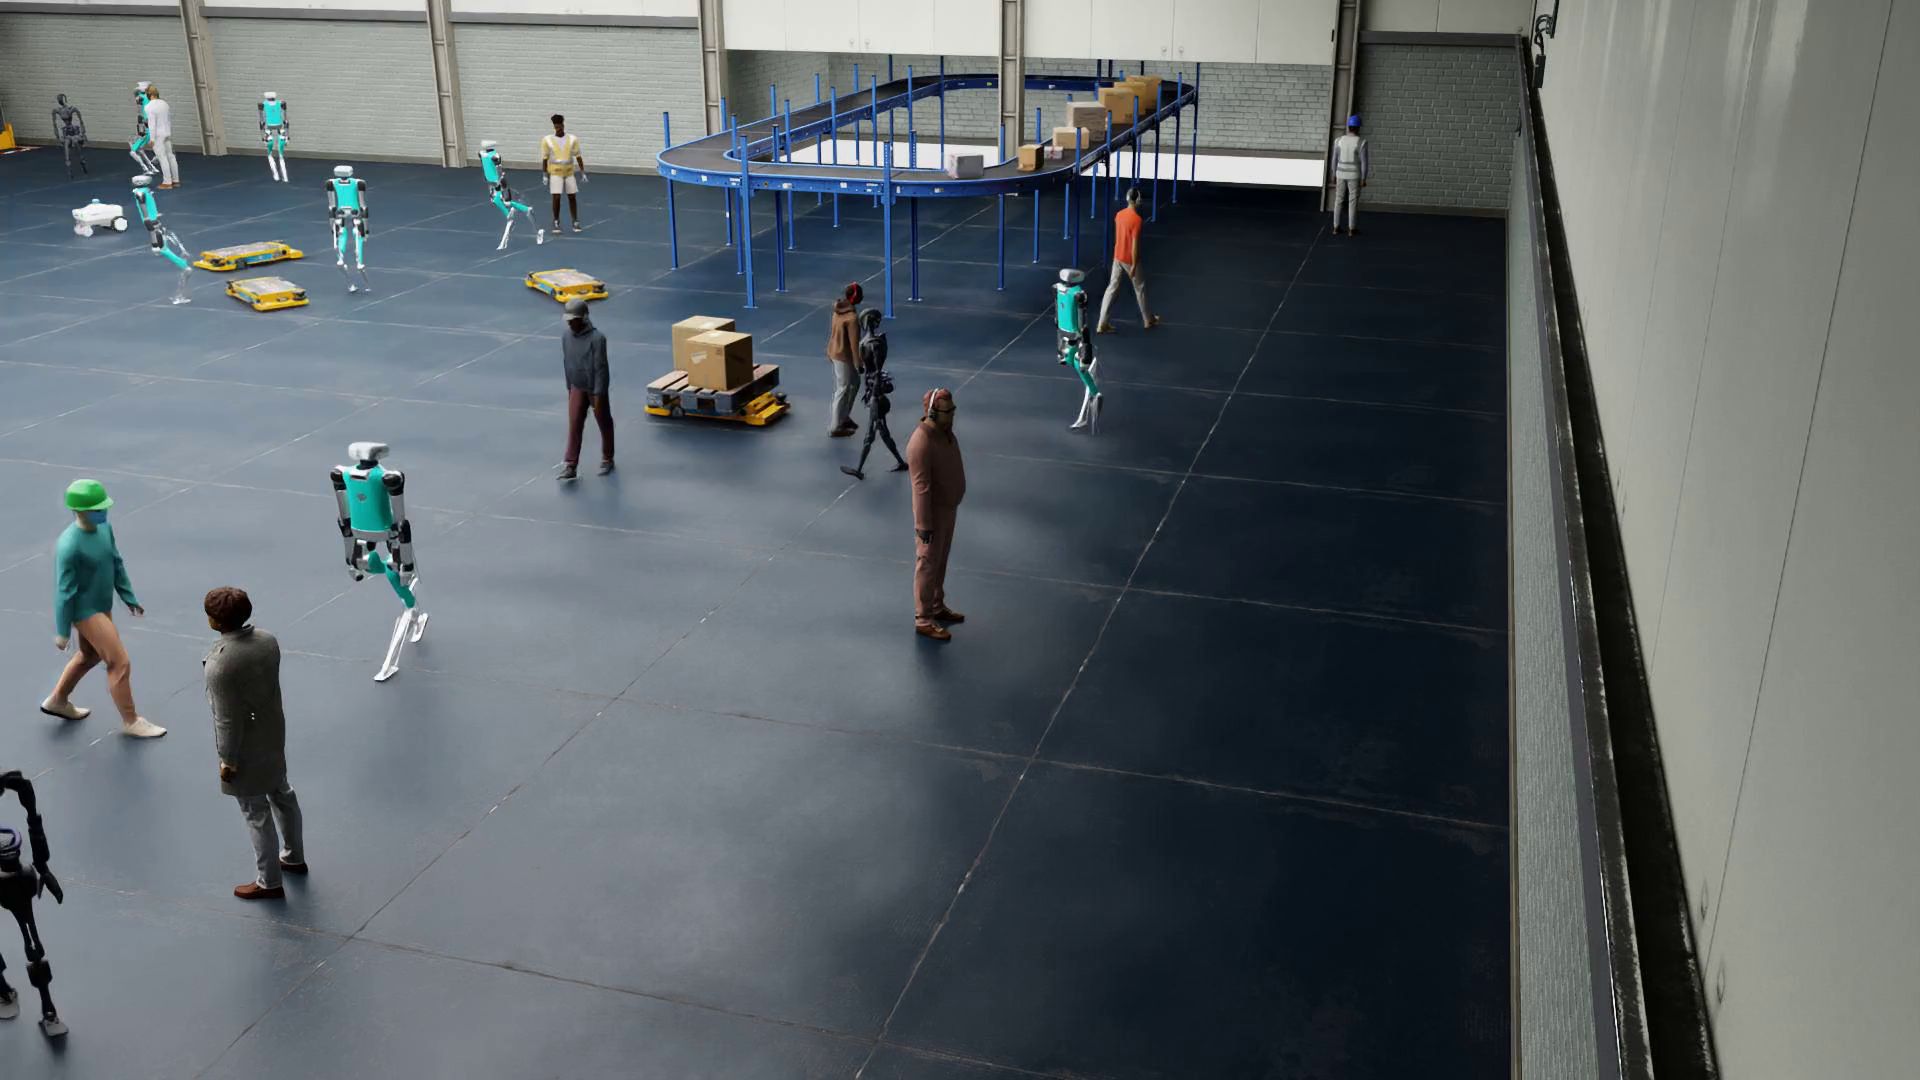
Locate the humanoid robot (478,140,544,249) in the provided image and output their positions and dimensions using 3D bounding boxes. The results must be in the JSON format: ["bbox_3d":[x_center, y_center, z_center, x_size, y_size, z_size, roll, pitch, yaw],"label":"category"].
[{"bbox_3d":[-7.083,-5.512,26.496,0.559,1.758,1.056,19,28,41],"label":"humanoid robot"}]

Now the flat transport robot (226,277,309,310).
[{"bbox_3d":[-9.614,-3.426,23.063,0.659,0.231,1.431,-17,27,-37],"label":"flat transport robot"}]

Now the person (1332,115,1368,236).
[{"bbox_3d":[6.424,-6.007,27.431,0.604,1.943,0.399,15,26,34],"label":"person"}]

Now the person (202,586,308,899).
[{"bbox_3d":[-3.898,1.105,9.137,0.366,1.836,0.503,4,22,11],"label":"person"}]

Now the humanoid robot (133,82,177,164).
[{"bbox_3d":[-16.776,-8.742,34.868,0.539,1.735,0.986,3,21,8],"label":"humanoid robot"}]

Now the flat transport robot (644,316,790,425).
[{"bbox_3d":[-2.628,-1.480,18.016,1.431,0.231,0.659,7,22,17],"label":"flat transport robot"}]

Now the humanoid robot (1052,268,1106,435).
[{"bbox_3d":[1.317,-1.885,17.191,0.726,1.897,0.540,-12,24,-29],"label":"humanoid robot"}]

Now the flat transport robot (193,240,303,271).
[{"bbox_3d":[-10.893,-4.347,25.451,0.659,0.231,1.431,15,26,34],"label":"flat transport robot"}]

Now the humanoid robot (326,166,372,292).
[{"bbox_3d":[-8.559,-4.286,23.270,0.546,1.811,0.694,-3,21,-8],"label":"humanoid robot"}]

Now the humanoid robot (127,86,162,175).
[{"bbox_3d":[-16.461,-8.236,33.414,0.703,1.732,0.542,3,21,7],"label":"humanoid robot"}]

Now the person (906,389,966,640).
[{"bbox_3d":[-0.157,-0.210,12.450,0.407,1.906,0.650,6,22,16],"label":"person"}]

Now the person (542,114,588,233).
[{"bbox_3d":[-6.579,-6.083,27.617,0.706,1.953,0.405,-10,23,-24],"label":"person"}]

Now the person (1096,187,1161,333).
[{"bbox_3d":[2.162,-3.589,21.295,1.023,1.857,0.490,-17,27,-37],"label":"person"}]

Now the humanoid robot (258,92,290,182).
[{"bbox_3d":[-13.447,-7.876,32.634,0.547,1.836,0.709,-12,24,-28],"label":"humanoid robot"}]

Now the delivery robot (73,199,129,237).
[{"bbox_3d":[-14.351,-5.385,27.736,0.499,0.586,0.773,17,27,37],"label":"delivery robot"}]

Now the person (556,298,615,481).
[{"bbox_3d":[-3.587,-1.417,15.770,0.535,1.773,0.836,7,22,18],"label":"person"}]

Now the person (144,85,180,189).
[{"bbox_3d":[-15.330,-7.724,31.892,0.353,1.937,0.633,3,21,9],"label":"person"}]

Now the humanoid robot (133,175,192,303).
[{"bbox_3d":[-10.837,-4.091,22.784,0.694,1.800,0.554,-6,22,-15],"label":"humanoid robot"}]

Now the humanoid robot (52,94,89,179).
[{"bbox_3d":[-17.684,-8.034,33.106,0.612,1.649,0.634,-5,22,-12],"label":"humanoid robot"}]

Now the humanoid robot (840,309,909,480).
[{"bbox_3d":[-0.835,-1.416,15.948,0.730,1.617,0.587,-5,22,-13],"label":"humanoid robot"}]

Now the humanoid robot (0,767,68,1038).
[{"bbox_3d":[-4.663,1.643,7.981,0.589,1.633,0.646,-14,25,-31],"label":"humanoid robot"}]

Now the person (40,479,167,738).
[{"bbox_3d":[-5.765,0.445,10.873,0.861,1.824,0.538,0,21,-1],"label":"person"}]

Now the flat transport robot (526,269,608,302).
[{"bbox_3d":[-5.577,-3.608,23.536,0.659,0.231,1.431,-14,25,-32],"label":"flat transport robot"}]

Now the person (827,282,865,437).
[{"bbox_3d":[-1.155,-1.852,17.082,0.476,1.623,0.498,-8,23,-20],"label":"person"}]

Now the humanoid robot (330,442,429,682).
[{"bbox_3d":[-4.067,0.063,12.040,0.542,1.778,1.024,4,22,11],"label":"humanoid robot"}]
